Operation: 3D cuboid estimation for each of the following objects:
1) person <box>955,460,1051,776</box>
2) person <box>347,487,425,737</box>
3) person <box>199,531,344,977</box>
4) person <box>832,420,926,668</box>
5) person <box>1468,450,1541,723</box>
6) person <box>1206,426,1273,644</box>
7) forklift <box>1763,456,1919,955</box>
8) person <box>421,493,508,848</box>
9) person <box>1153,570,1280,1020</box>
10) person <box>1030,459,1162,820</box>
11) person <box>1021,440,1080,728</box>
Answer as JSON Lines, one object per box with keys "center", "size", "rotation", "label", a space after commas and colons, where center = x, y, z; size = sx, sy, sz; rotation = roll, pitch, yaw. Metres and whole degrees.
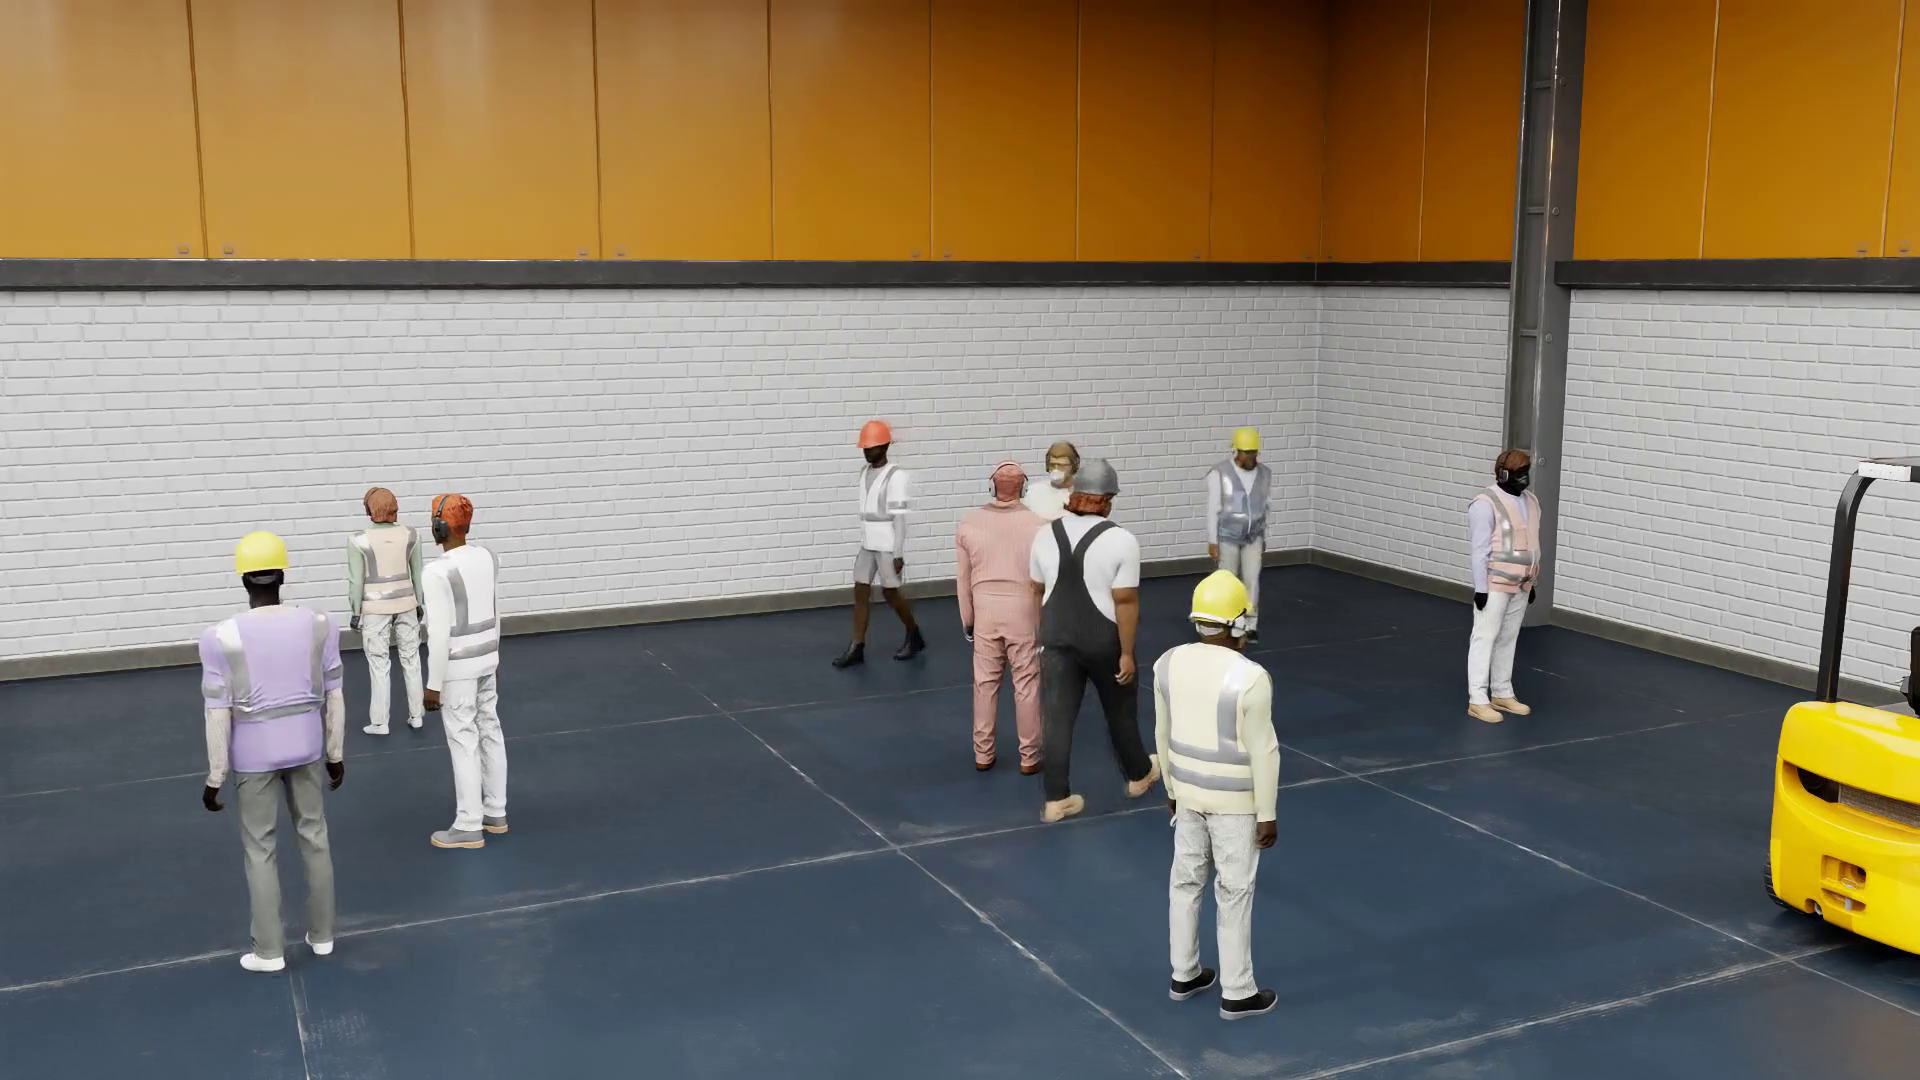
{"center": [0.304, 0.471, 10.054], "size": [0.645, 1.912, 0.409], "rotation": [3, 10, 20], "label": "person"}
{"center": [-3.746, 0.469, 10.899], "size": [0.511, 1.640, 0.308], "rotation": [-8, 12, -41], "label": "person"}
{"center": [-2.983, 0.923, 7.223], "size": [0.626, 1.929, 0.396], "rotation": [-8, 12, -41], "label": "person"}
{"center": [-0.604, 0.022, 12.843], "size": [0.804, 1.911, 0.558], "rotation": [-8, 12, -39], "label": "person"}
{"center": [3.711, 0.302, 11.313], "size": [0.624, 1.845, 0.430], "rotation": [-7, 11, -35], "label": "person"}
{"center": [2.276, -0.063, 13.712], "size": [0.611, 1.799, 0.669], "rotation": [-2, 9, -14], "label": "person"}
{"center": [4.857, 0.731, 7.561], "size": [2.313, 2.155, 1.214], "rotation": [-4, 10, -25], "label": "forklift"}
{"center": [-2.626, 0.689, 8.785], "size": [0.360, 1.882, 0.575], "rotation": [3, 10, 19], "label": "person"}
{"center": [1.067, 1.031, 6.803], "size": [0.404, 1.837, 0.589], "rotation": [-8, 12, -42], "label": "person"}
{"center": [0.786, 0.511, 9.400], "size": [0.709, 2.000, 0.976], "rotation": [6, 11, 34], "label": "person"}
{"center": [0.703, 0.272, 11.245], "size": [0.634, 1.922, 0.755], "rotation": [6, 11, 35], "label": "person"}
